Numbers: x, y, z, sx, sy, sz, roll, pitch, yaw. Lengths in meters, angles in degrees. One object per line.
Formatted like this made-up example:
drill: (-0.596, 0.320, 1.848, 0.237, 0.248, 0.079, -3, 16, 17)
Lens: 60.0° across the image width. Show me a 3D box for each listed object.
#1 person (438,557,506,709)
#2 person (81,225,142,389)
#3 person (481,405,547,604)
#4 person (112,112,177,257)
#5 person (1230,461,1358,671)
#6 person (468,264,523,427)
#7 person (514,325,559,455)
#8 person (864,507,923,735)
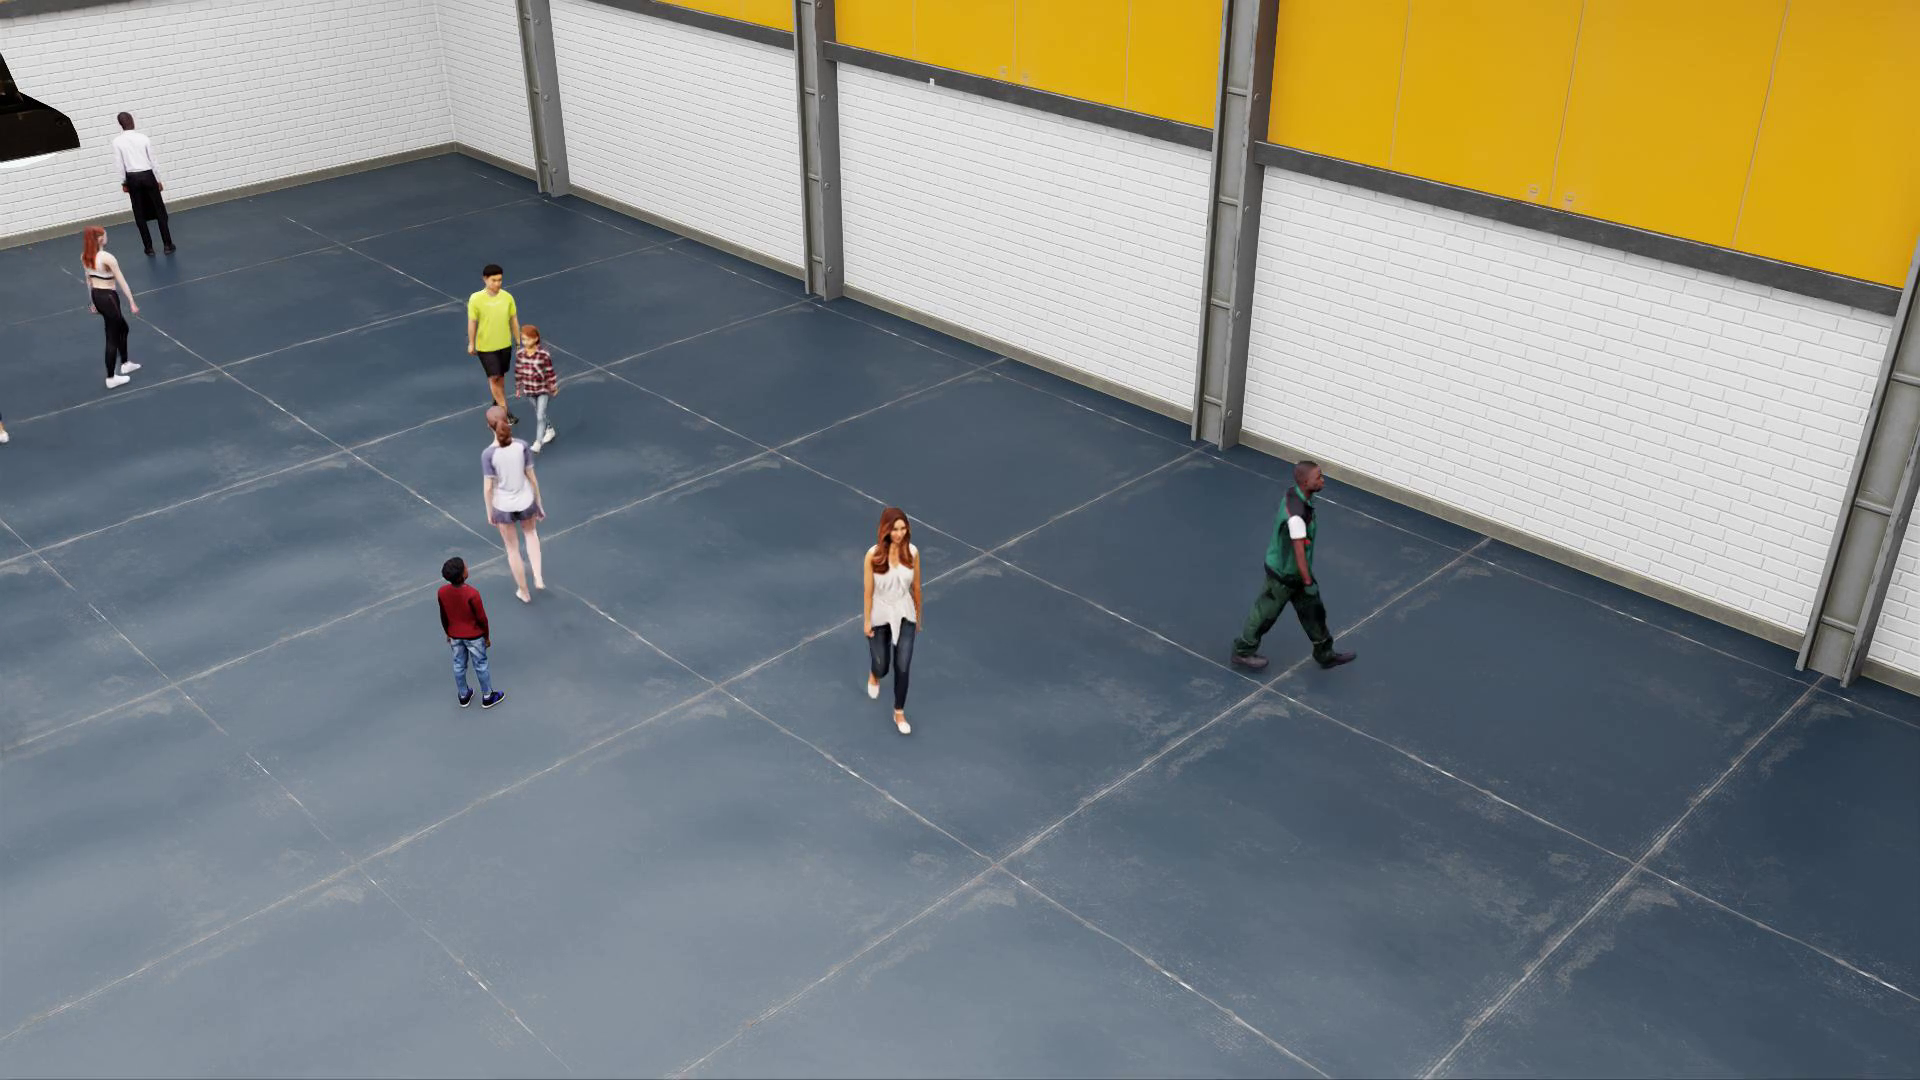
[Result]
person: (-3.675, 0.684, 12.374, 0.558, 1.256, 0.643, 5, 29, 10)
person: (-9.099, -2.441, 17.615, 0.780, 1.723, 0.774, 14, 32, 25)
person: (-3.613, -0.250, 13.563, 0.670, 1.756, 0.683, -16, 32, -27)
person: (-10.550, -4.590, 21.438, 0.716, 1.835, 0.691, -10, 30, -18)
person: (2.407, 0.248, 12.629, 1.289, 1.776, 1.071, 8, 30, 14)
person: (-4.779, -2.023, 16.904, 0.713, 1.670, 0.987, -19, 34, -31)
person: (-4.143, -1.519, 16.392, 0.899, 1.276, 0.874, 6, 29, 11)
person: (-0.523, 0.547, 12.089, 0.818, 1.769, 0.951, -9, 30, -16)
